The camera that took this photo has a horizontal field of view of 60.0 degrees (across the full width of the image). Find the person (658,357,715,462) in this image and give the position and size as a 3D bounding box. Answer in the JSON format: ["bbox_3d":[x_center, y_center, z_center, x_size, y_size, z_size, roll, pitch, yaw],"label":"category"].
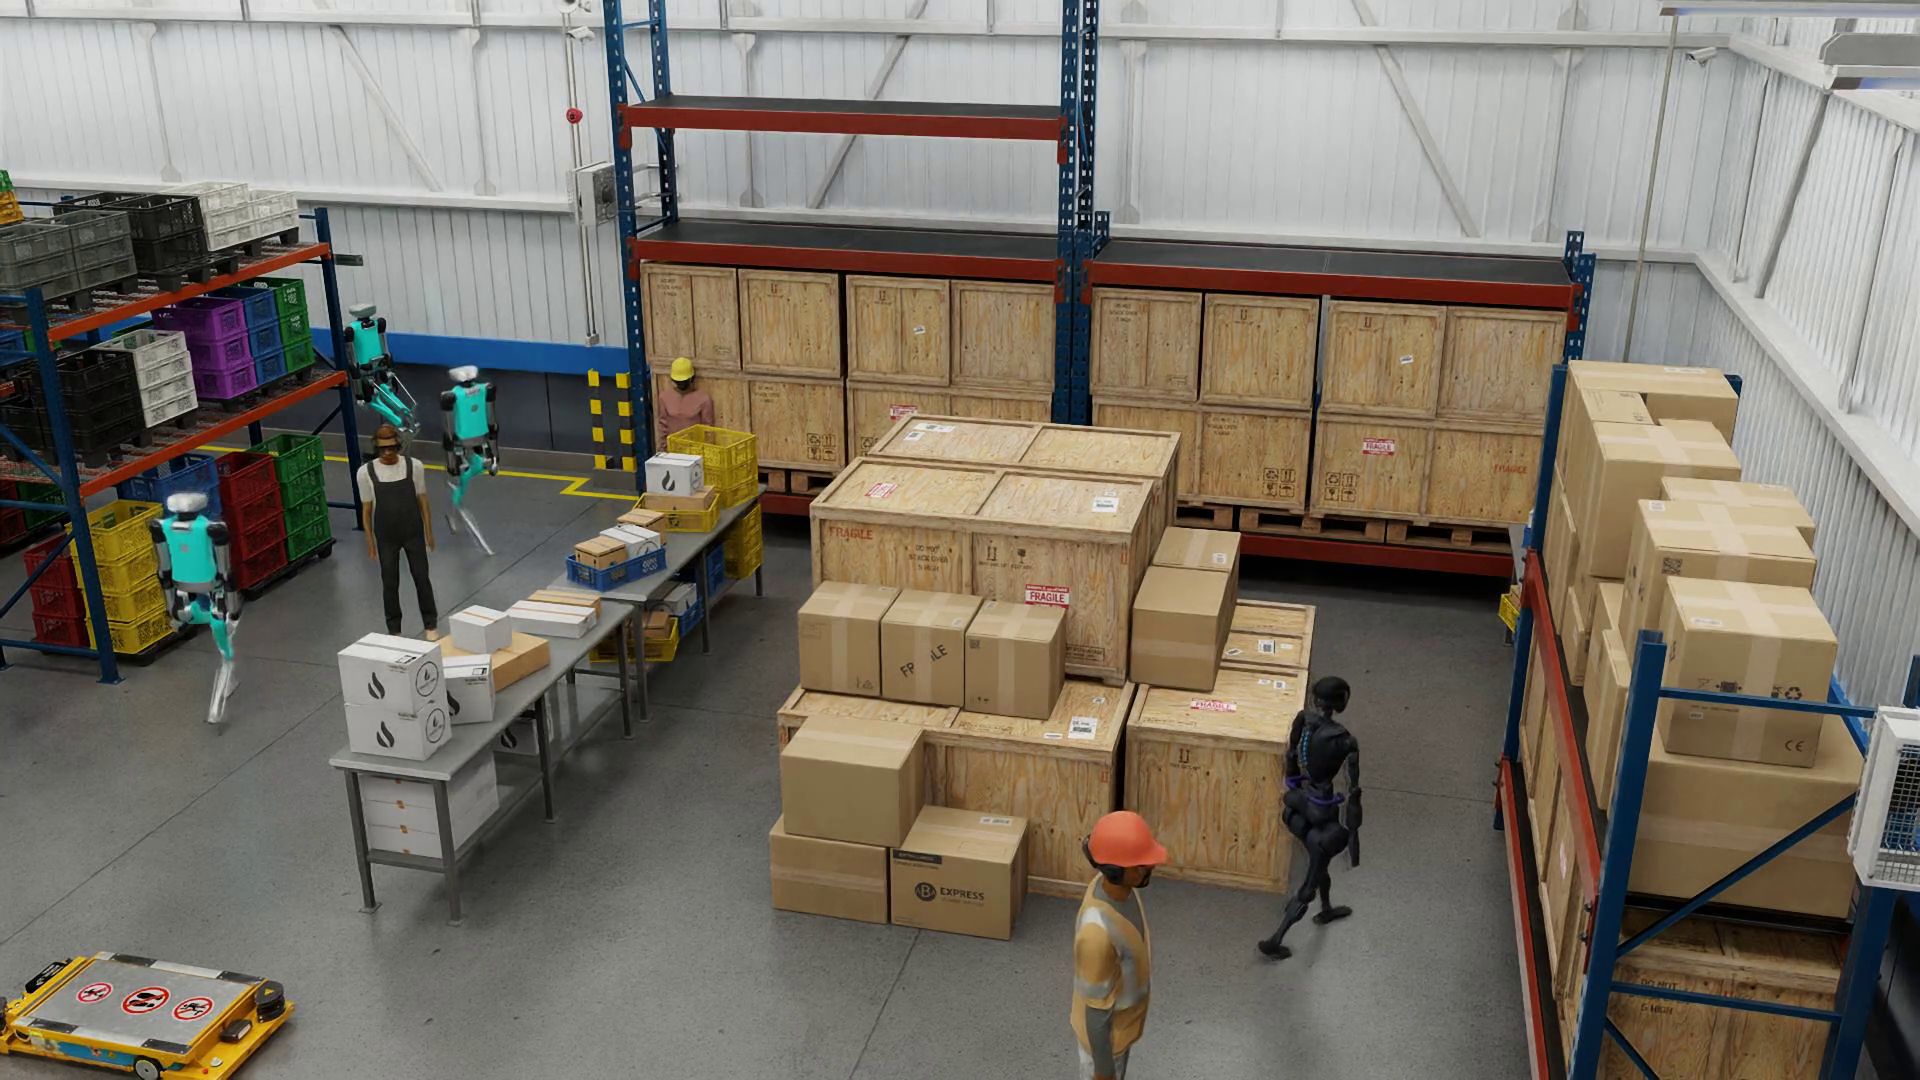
[{"bbox_3d":[-2.468,-0.803,15.062,0.523,1.761,0.336,4,21,10],"label":"person"}]

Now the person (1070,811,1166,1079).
[{"bbox_3d":[0.665,2.074,7.134,0.366,2.048,0.604,5,21,13],"label":"person"}]

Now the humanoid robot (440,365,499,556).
[{"bbox_3d":[-4.566,-0.772,15.042,0.944,1.768,0.541,18,28,40],"label":"humanoid robot"}]

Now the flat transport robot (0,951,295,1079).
[{"bbox_3d":[-4.270,2.464,8.601,1.431,0.231,0.659,5,22,13],"label":"flat transport robot"}]

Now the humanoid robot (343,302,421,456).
[{"bbox_3d":[-5.791,-1.546,16.847,0.735,1.677,0.533,11,24,27],"label":"humanoid robot"}]

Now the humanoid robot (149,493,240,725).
[{"bbox_3d":[-5.317,0.446,11.830,0.561,1.739,1.026,0,21,0],"label":"humanoid robot"}]

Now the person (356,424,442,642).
[{"bbox_3d":[-4.364,-0.027,12.931,0.501,1.836,0.332,-9,23,-23],"label":"person"}]

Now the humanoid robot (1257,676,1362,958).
[{"bbox_3d":[1.963,1.507,9.199,0.786,1.631,0.593,-12,24,-28],"label":"humanoid robot"}]
